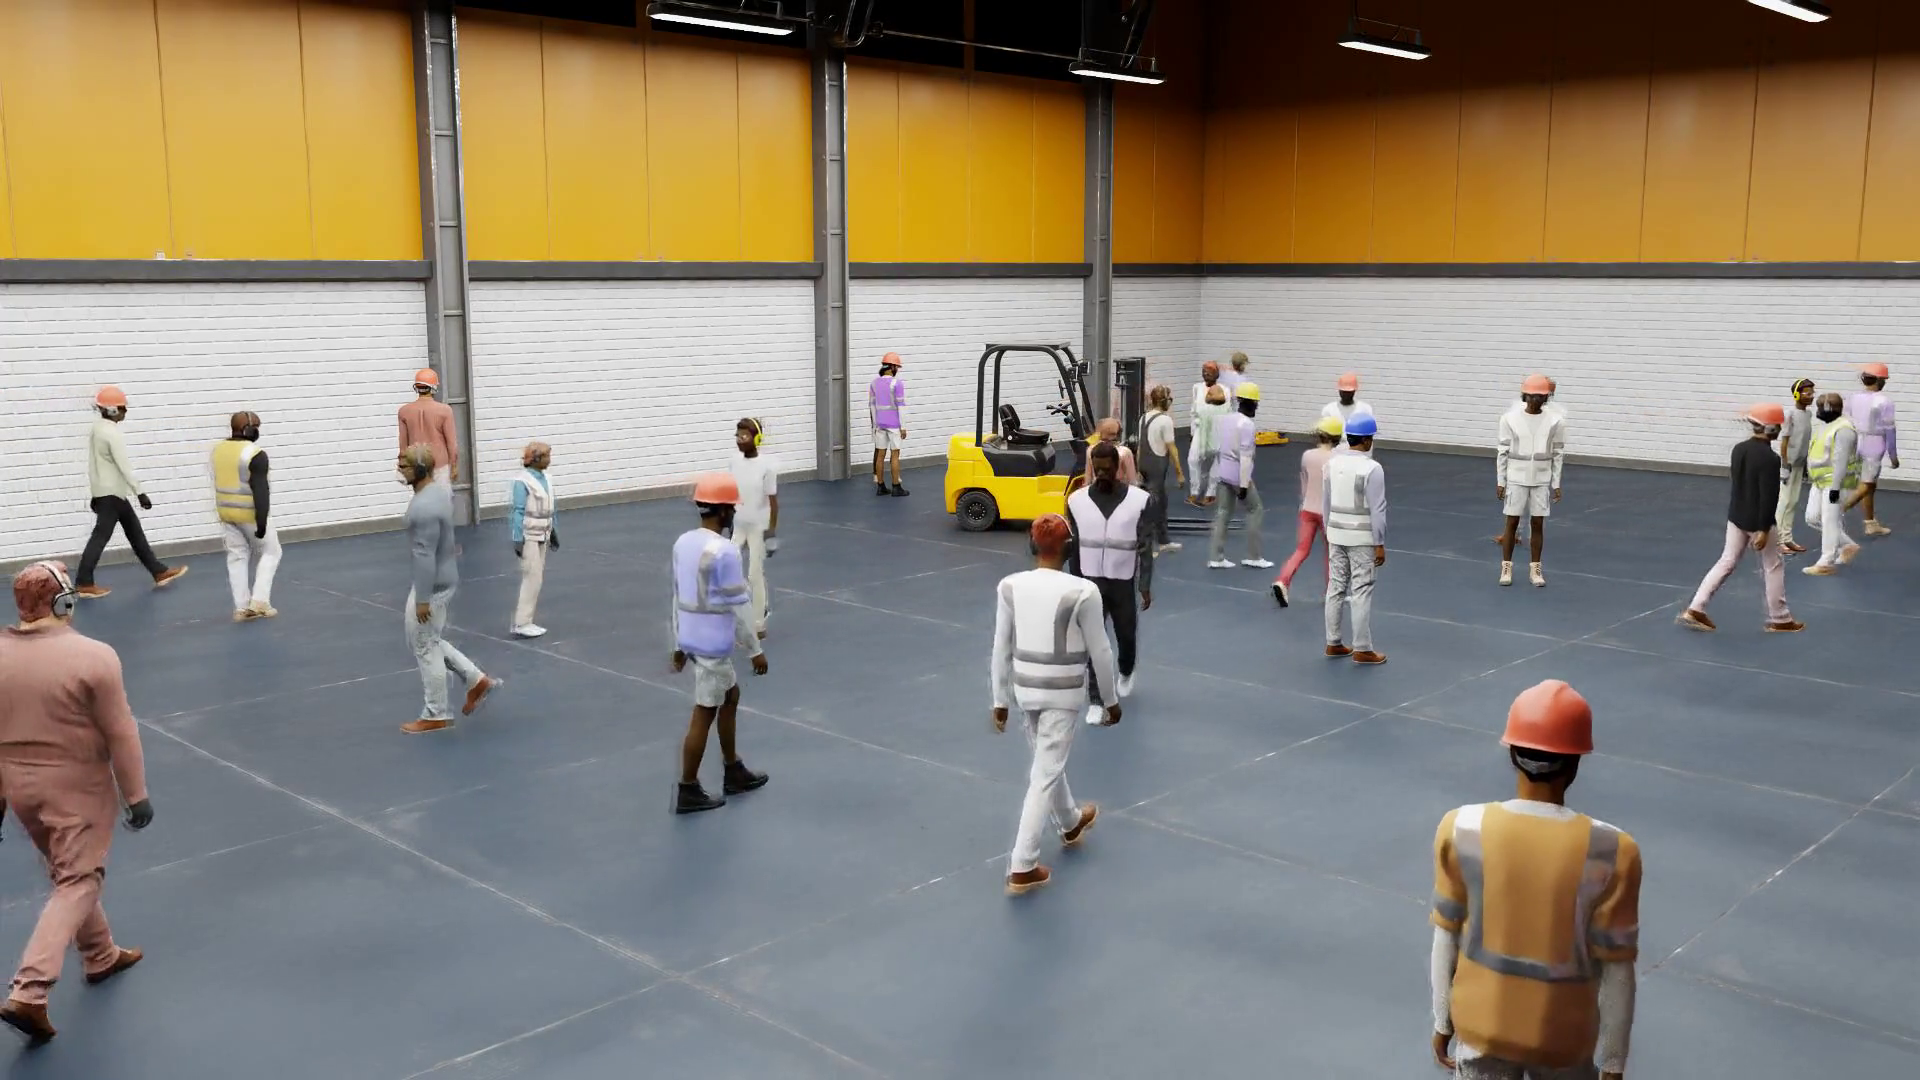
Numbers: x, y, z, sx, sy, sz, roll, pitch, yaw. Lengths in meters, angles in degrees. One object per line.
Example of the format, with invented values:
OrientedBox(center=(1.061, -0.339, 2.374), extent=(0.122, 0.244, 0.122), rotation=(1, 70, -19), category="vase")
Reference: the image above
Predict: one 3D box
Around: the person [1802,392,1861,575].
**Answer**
OrientedBox(center=(8.686, -0.553, 16.504), extent=(0.528, 1.816, 0.647), rotation=(1, 9, 3), category="person")

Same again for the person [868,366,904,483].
OrientedBox(center=(-1.039, -1.636, 23.539), extent=(0.538, 1.695, 0.319), rotation=(3, 10, 18), category="person")

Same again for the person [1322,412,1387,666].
OrientedBox(center=(3.034, -0.011, 12.777), extent=(0.386, 1.948, 0.601), rotation=(-6, 11, -33), category="person")

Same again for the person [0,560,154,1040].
OrientedBox(center=(-3.660, 1.017, 6.726), extent=(0.648, 1.875, 0.935), rotation=(2, 9, 10), category="person")

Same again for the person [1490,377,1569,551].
OrientedBox(center=(6.154, -0.823, 17.928), extent=(0.765, 1.894, 0.468), rotation=(8, 12, 40), category="person")

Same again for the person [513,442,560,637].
OrientedBox(center=(-3.538, -0.007, 13.781), extent=(0.377, 1.612, 0.544), rotation=(2, 9, 11), category="person")

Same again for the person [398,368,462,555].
OrientedBox(center=(-5.563, -0.800, 17.470), extent=(0.608, 1.995, 0.377), rotation=(0, 9, 1), category="person")

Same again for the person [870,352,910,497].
OrientedBox(center=(-0.929, -1.539, 22.211), extent=(0.542, 1.927, 0.374), rotation=(7, 11, 35), category="person")

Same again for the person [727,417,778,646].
OrientedBox(center=(-1.704, -0.069, 13.405), extent=(0.563, 1.856, 0.396), rotation=(6, 11, 34), category="person")

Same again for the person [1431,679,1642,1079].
OrientedBox(center=(1.562, 1.341, 4.591), extent=(0.542, 1.923, 0.484), rotation=(4, 10, 25), category="person")

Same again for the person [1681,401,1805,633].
OrientedBox(center=(6.552, -0.182, 13.804), extent=(0.996, 1.958, 0.605), rotation=(-2, 9, -11), category="person")

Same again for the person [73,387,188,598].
OrientedBox(center=(-7.846, -0.454, 15.534), extent=(1.065, 1.934, 0.614), rotation=(-8, 12, -40), category="person")

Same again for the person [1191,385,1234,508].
OrientedBox(center=(3.205, -1.150, 20.861), extent=(0.519, 1.580, 0.870), rotation=(-3, 10, -18), category="person")

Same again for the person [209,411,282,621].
OrientedBox(center=(-6.154, -0.204, 14.366), extent=(0.623, 1.822, 0.465), rotation=(3, 10, 20), category="person")

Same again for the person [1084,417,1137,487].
OrientedBox(center=(1.465, -0.359, 15.891), extent=(0.532, 1.619, 0.553), rotation=(8, 12, 41), category="person")

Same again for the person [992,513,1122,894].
OrientedBox(center=(0.501, 0.772, 8.322), extent=(0.583, 1.827, 0.990), rotation=(7, 12, 38), category="person")

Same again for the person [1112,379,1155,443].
OrientedBox(center=(2.309, -1.440, 21.816), extent=(0.955, 1.867, 0.648), rotation=(-8, 12, -42), category="person")

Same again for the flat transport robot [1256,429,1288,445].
OrientedBox(center=(5.004, -1.842, 29.130), extent=(0.652, 0.197, 1.431), rotation=(-6, 11, -34), category="flat transport robot")

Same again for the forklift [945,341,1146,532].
OrientedBox(center=(0.977, -1.223, 19.452), extent=(2.313, 2.155, 1.214), rotation=(2, 9, 11), category="forklift")

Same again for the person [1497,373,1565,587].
OrientedBox(center=(5.444, -0.568, 15.899), extent=(0.606, 2.046, 0.371), rotation=(2, 9, 10), category="person")

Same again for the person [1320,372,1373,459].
OrientedBox(center=(4.269, -0.905, 18.363), extent=(0.605, 1.914, 0.499), rotation=(2, 9, 10), category="person")

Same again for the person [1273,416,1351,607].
OrientedBox(center=(3.199, -0.254, 14.931), extent=(0.826, 1.731, 0.520), rotation=(-7, 12, -39), category="person")

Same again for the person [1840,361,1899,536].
OrientedBox(center=(10.148, -1.006, 18.699), extent=(0.985, 2.013, 0.601), rotation=(-2, 10, -13), category="person")

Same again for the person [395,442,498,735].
OrientedBox(center=(-3.401, 0.316, 10.868), extent=(0.524, 1.926, 0.634), rotation=(-3, 10, -16), category="person")

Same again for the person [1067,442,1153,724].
OrientedBox(center=(1.025, 0.253, 11.359), extent=(0.594, 1.888, 0.823), rotation=(2, 9, 10), category="person")

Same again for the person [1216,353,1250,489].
OrientedBox(center=(3.715, -1.609, 22.758), extent=(0.411, 1.904, 0.790), rotation=(-1, 9, -6), category="person")

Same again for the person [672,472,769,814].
OrientedBox(center=(-1.304, 0.569, 9.374), extent=(0.808, 1.904, 0.551), rotation=(-6, 11, -34), category="person")

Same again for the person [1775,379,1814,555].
OrientedBox(center=(8.927, -0.785, 17.759), extent=(0.520, 1.873, 0.335), rotation=(-7, 11, -36), category="person")

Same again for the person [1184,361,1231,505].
OrientedBox(center=(3.144, -1.352, 21.248), extent=(0.602, 1.862, 0.631), rotation=(7, 12, 38), category="person")

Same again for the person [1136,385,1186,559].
OrientedBox(center=(2.150, -0.706, 17.457), extent=(0.812, 1.815, 0.538), rotation=(-4, 10, -23), category="person")

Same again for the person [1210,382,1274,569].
OrientedBox(center=(2.870, -0.641, 16.792), extent=(0.758, 1.889, 0.611), rotation=(-3, 10, -20), category="person")
